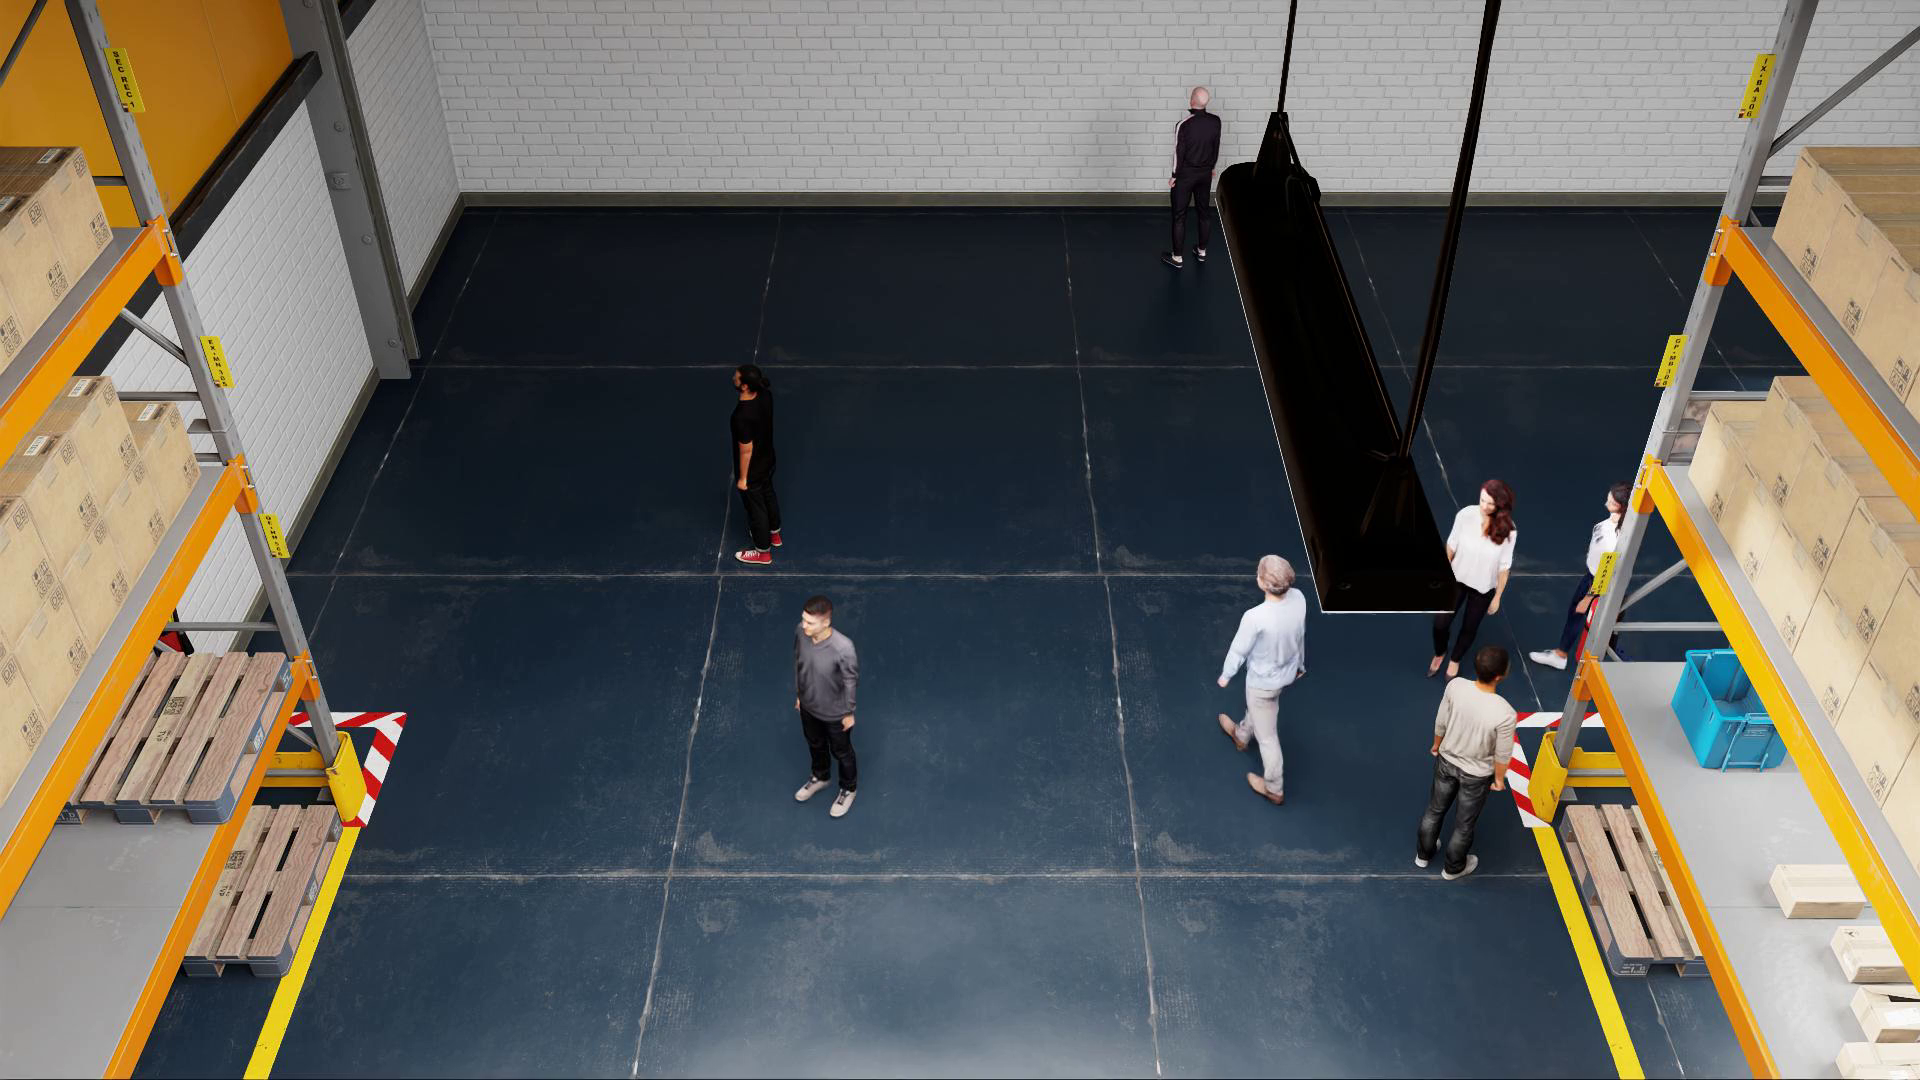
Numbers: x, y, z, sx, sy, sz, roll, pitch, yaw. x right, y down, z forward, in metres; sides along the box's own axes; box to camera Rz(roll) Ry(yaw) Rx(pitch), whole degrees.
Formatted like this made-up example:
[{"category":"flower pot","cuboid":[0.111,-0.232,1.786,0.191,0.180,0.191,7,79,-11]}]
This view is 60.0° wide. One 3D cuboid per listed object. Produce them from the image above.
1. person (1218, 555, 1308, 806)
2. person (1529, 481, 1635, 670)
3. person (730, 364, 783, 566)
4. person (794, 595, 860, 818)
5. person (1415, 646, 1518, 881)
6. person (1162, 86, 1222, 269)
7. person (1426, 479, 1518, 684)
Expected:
[{"category":"person","cuboid":[2.050,0.937,10.663,1.043,1.857,1.163,-24,45,-27]},{"category":"person","cuboid":[4.511,0.357,11.473,0.851,1.754,1.029,14,41,16]},{"category":"person","cuboid":[-1.557,-0.595,12.662,0.758,1.757,0.626,11,40,13]},{"category":"person","cuboid":[-0.854,1.035,10.618,0.696,1.761,0.706,22,44,25]},{"category":"person","cuboid":[3.090,1.367,10.164,0.715,1.810,0.776,31,48,33]},{"category":"person","cuboid":[2.292,-3.559,16.310,0.764,1.837,0.735,-16,41,-19]},{"category":"person","cuboid":[3.590,0.260,11.570,0.702,1.785,0.718,17,42,20]}]
